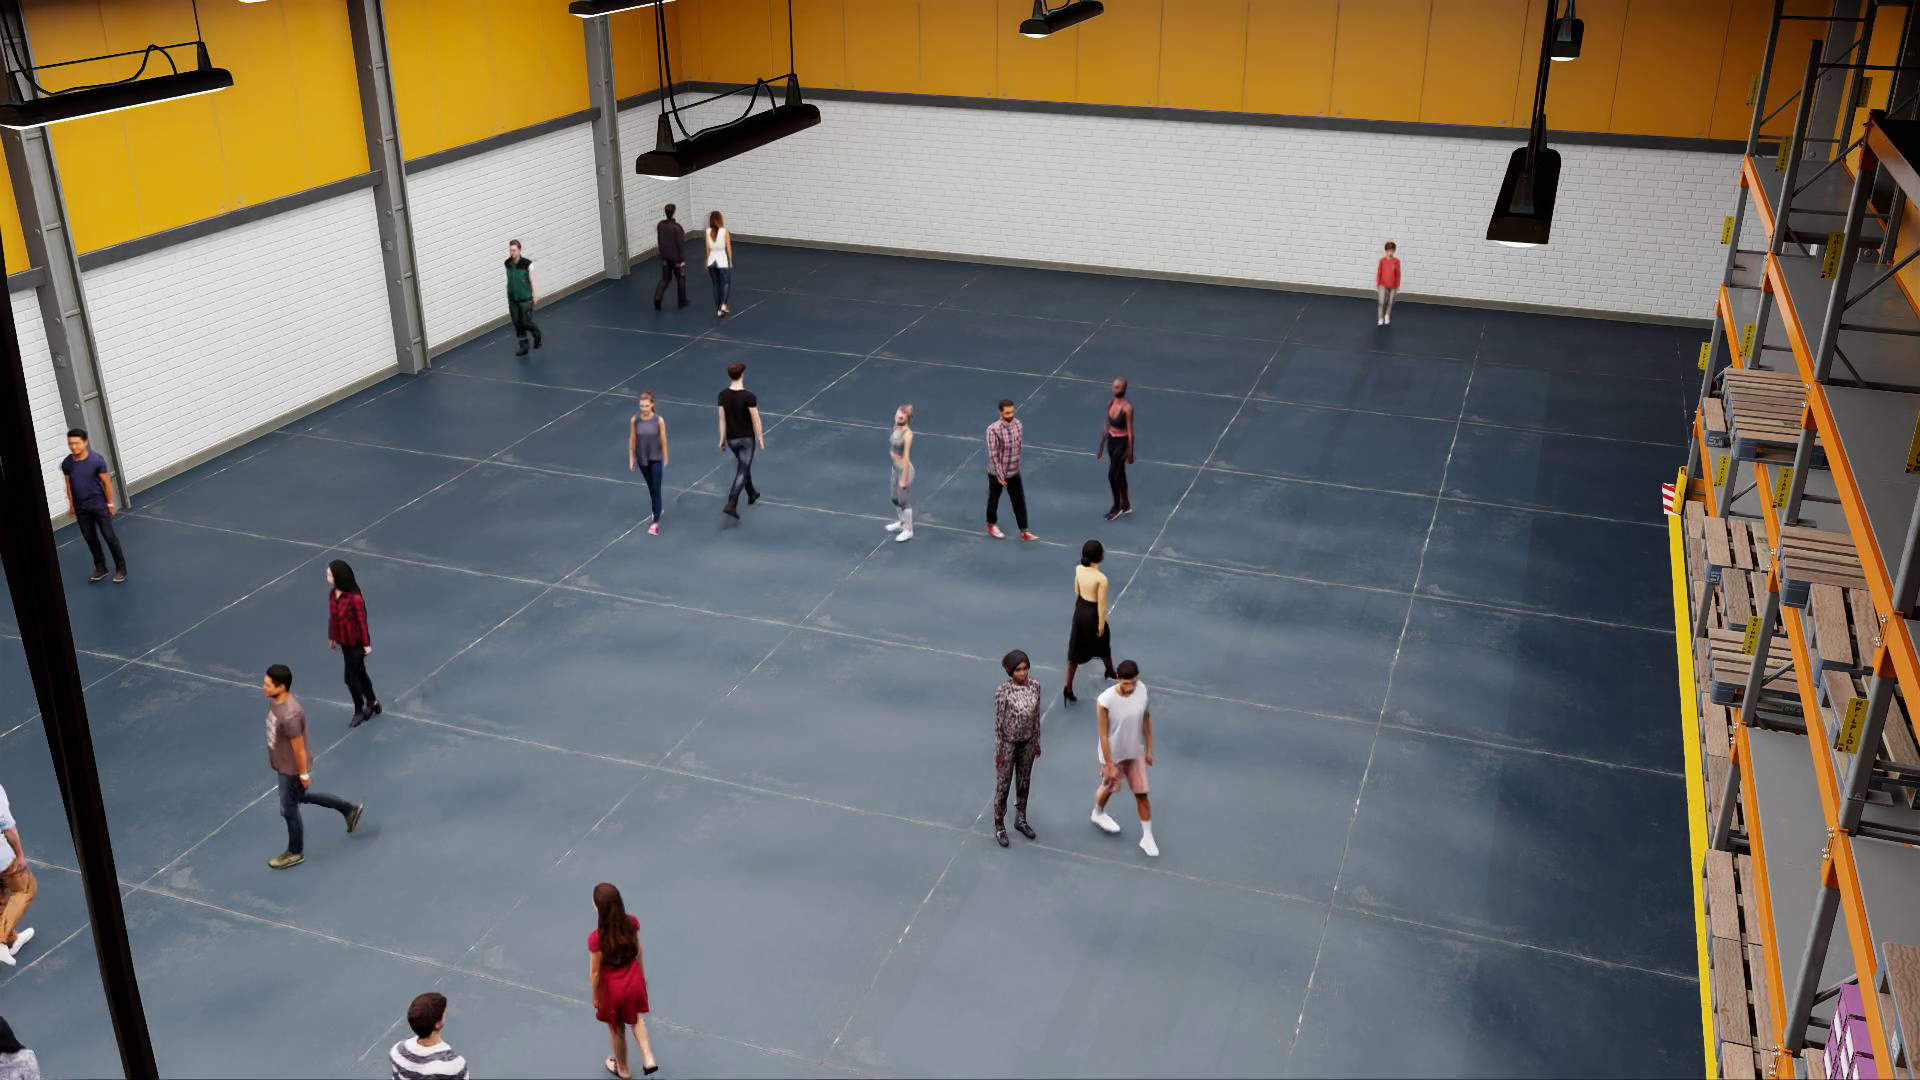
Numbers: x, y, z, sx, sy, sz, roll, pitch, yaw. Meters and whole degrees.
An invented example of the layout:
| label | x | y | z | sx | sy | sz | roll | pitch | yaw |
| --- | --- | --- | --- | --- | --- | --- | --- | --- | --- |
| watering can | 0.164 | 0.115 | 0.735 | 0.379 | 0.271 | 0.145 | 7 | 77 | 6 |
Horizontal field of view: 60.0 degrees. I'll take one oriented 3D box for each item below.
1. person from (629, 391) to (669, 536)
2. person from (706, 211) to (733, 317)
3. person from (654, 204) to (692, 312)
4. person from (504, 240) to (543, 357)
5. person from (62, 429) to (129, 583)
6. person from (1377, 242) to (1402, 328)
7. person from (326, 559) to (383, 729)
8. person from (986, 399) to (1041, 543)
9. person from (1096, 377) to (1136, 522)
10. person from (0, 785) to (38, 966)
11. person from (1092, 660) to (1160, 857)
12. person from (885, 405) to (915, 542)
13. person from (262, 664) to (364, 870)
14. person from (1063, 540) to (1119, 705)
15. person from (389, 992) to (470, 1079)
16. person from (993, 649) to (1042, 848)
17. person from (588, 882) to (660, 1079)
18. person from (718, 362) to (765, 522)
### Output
| label | x | y | z | sx | sy | sz | roll | pitch | yaw |
| --- | --- | --- | --- | --- | --- | --- | --- | --- | --- |
| person | -3.639 | -0.951 | 19.624 | 0.765 | 1.671 | 1.193 | 3 | 24 | 6 |
| person | -4.070 | -4.590 | 27.821 | 0.664 | 1.772 | 0.686 | 2 | 24 | 6 |
| person | -4.927 | -4.751 | 28.133 | 0.753 | 1.818 | 1.066 | 10 | 26 | 22 |
| person | -6.814 | -3.798 | 25.935 | 0.660 | 1.831 | 0.759 | 7 | 25 | 16 |
| person | -9.507 | -0.396 | 18.211 | 0.723 | 1.785 | 0.681 | 0 | 24 | -1 |
| person | 7.078 | -4.219 | 27.454 | 0.596 | 1.386 | 0.921 | 5 | 24 | 12 |
| person | -5.546 | 0.912 | 15.396 | 0.668 | 1.642 | 0.697 | 16 | 28 | 32 |
| person | 0.464 | -0.826 | 19.255 | 1.134 | 1.736 | 1.139 | -15 | 28 | -31 |
| person | 1.980 | -1.117 | 19.917 | 0.841 | 1.740 | 0.770 | -16 | 28 | -32 |
| person | -7.050 | 2.301 | 12.008 | 0.794 | 1.812 | 0.902 | 3 | 24 | 6 |
| person | 1.264 | 1.691 | 13.509 | 1.047 | 1.727 | 1.120 | -13 | 27 | -27 |
| person | -0.658 | -0.782 | 19.219 | 0.778 | 1.685 | 0.722 | -5 | 24 | -12 |
| person | -5.247 | 1.760 | 13.307 | 1.126 | 1.762 | 1.014 | -15 | 28 | -30 |
| person | 1.159 | 0.799 | 15.690 | 0.844 | 1.614 | 1.090 | 20 | 31 | 39 |
| person | -2.991 | 3.418 | 9.421 | 0.690 | 1.836 | 0.702 | 12 | 26 | 25 |
| person | 0.456 | 1.674 | 13.567 | 0.680 | 1.713 | 0.738 | -10 | 25 | -21 |
| person | -2.190 | 2.935 | 10.889 | 0.793 | 1.546 | 0.802 | -19 | 30 | -37 |
| person | -2.658 | -1.152 | 19.848 | 0.708 | 1.859 | 1.237 | 8 | 25 | 18 |
